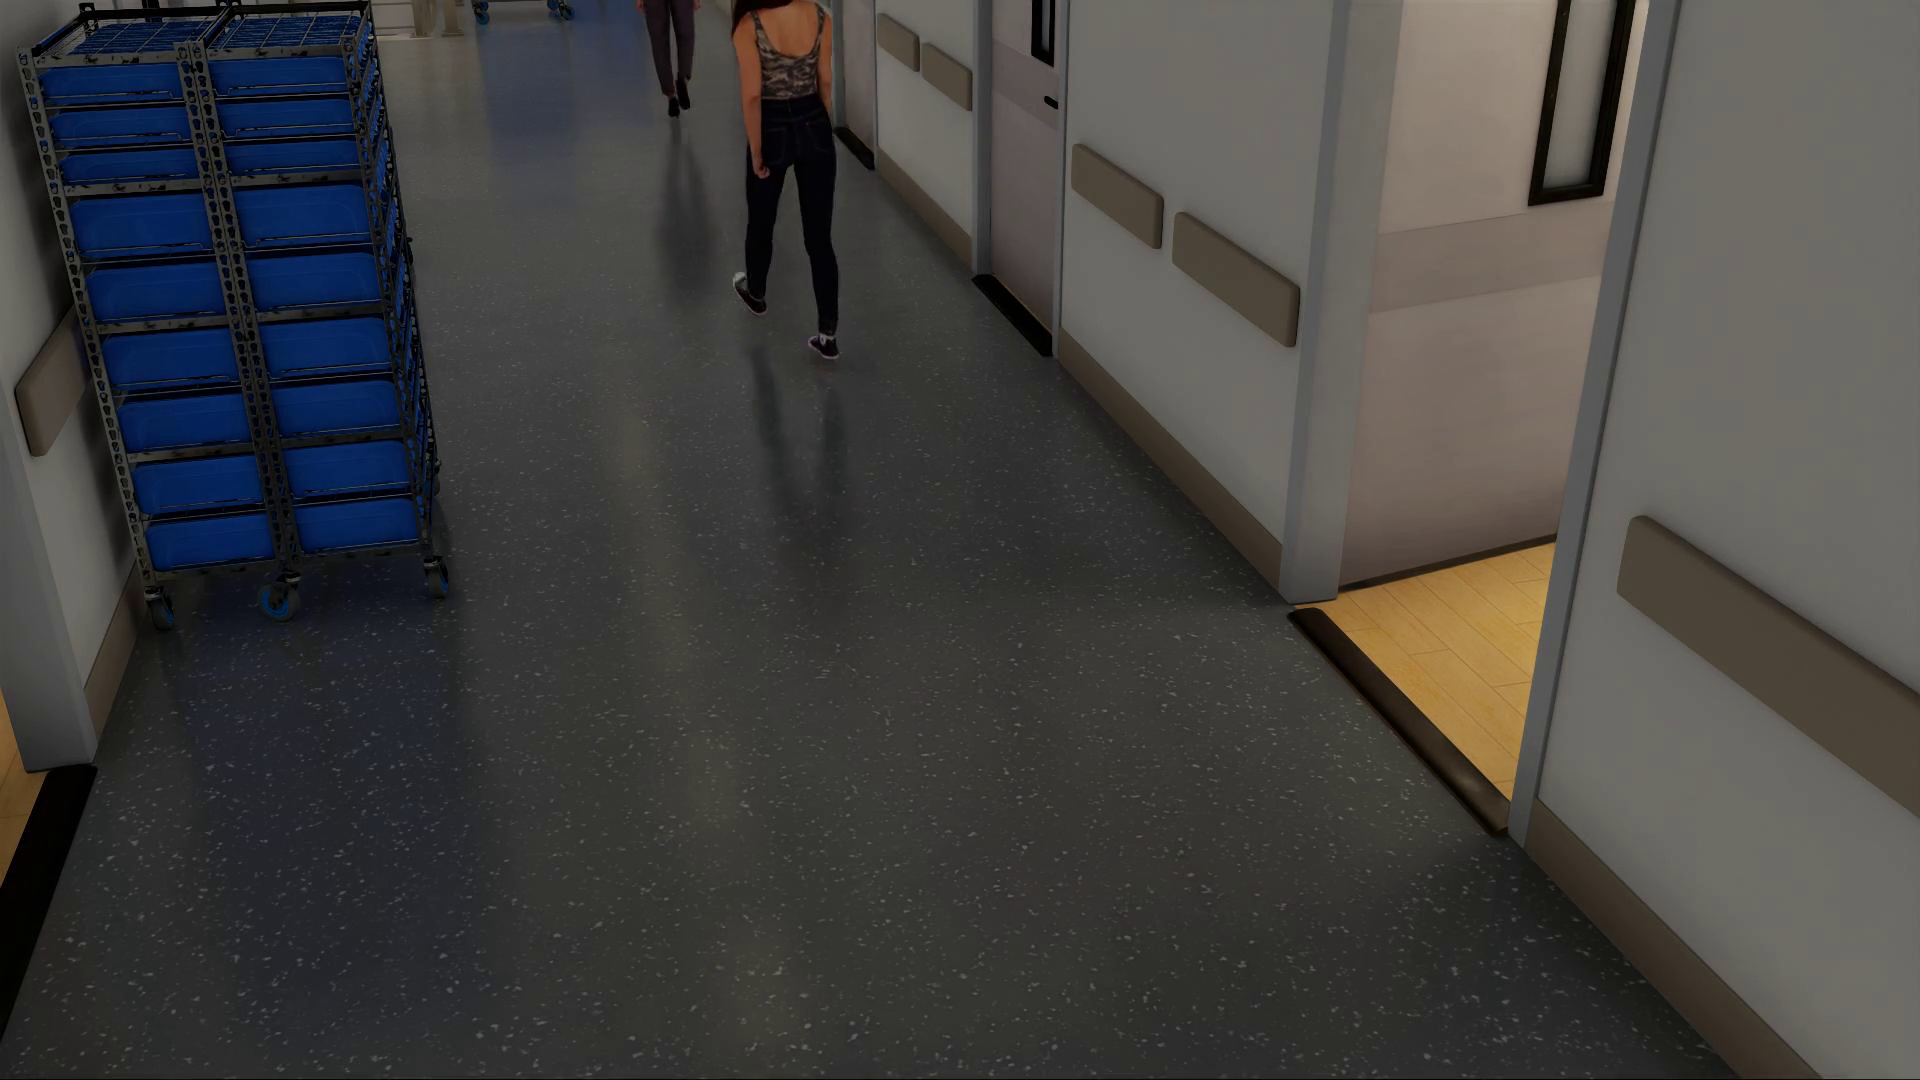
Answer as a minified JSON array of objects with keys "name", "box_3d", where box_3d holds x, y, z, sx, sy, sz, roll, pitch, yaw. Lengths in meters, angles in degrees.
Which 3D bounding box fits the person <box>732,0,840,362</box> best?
[{"name":"person","box_3d":[-0.661,-1.579,7.028,0.747,1.666,1.200,-11,28,-22]}]

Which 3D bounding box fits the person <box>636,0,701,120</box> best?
[{"name":"person","box_3d":[-2.021,-3.744,11.521,0.607,1.662,0.687,-6,26,-12]}]
